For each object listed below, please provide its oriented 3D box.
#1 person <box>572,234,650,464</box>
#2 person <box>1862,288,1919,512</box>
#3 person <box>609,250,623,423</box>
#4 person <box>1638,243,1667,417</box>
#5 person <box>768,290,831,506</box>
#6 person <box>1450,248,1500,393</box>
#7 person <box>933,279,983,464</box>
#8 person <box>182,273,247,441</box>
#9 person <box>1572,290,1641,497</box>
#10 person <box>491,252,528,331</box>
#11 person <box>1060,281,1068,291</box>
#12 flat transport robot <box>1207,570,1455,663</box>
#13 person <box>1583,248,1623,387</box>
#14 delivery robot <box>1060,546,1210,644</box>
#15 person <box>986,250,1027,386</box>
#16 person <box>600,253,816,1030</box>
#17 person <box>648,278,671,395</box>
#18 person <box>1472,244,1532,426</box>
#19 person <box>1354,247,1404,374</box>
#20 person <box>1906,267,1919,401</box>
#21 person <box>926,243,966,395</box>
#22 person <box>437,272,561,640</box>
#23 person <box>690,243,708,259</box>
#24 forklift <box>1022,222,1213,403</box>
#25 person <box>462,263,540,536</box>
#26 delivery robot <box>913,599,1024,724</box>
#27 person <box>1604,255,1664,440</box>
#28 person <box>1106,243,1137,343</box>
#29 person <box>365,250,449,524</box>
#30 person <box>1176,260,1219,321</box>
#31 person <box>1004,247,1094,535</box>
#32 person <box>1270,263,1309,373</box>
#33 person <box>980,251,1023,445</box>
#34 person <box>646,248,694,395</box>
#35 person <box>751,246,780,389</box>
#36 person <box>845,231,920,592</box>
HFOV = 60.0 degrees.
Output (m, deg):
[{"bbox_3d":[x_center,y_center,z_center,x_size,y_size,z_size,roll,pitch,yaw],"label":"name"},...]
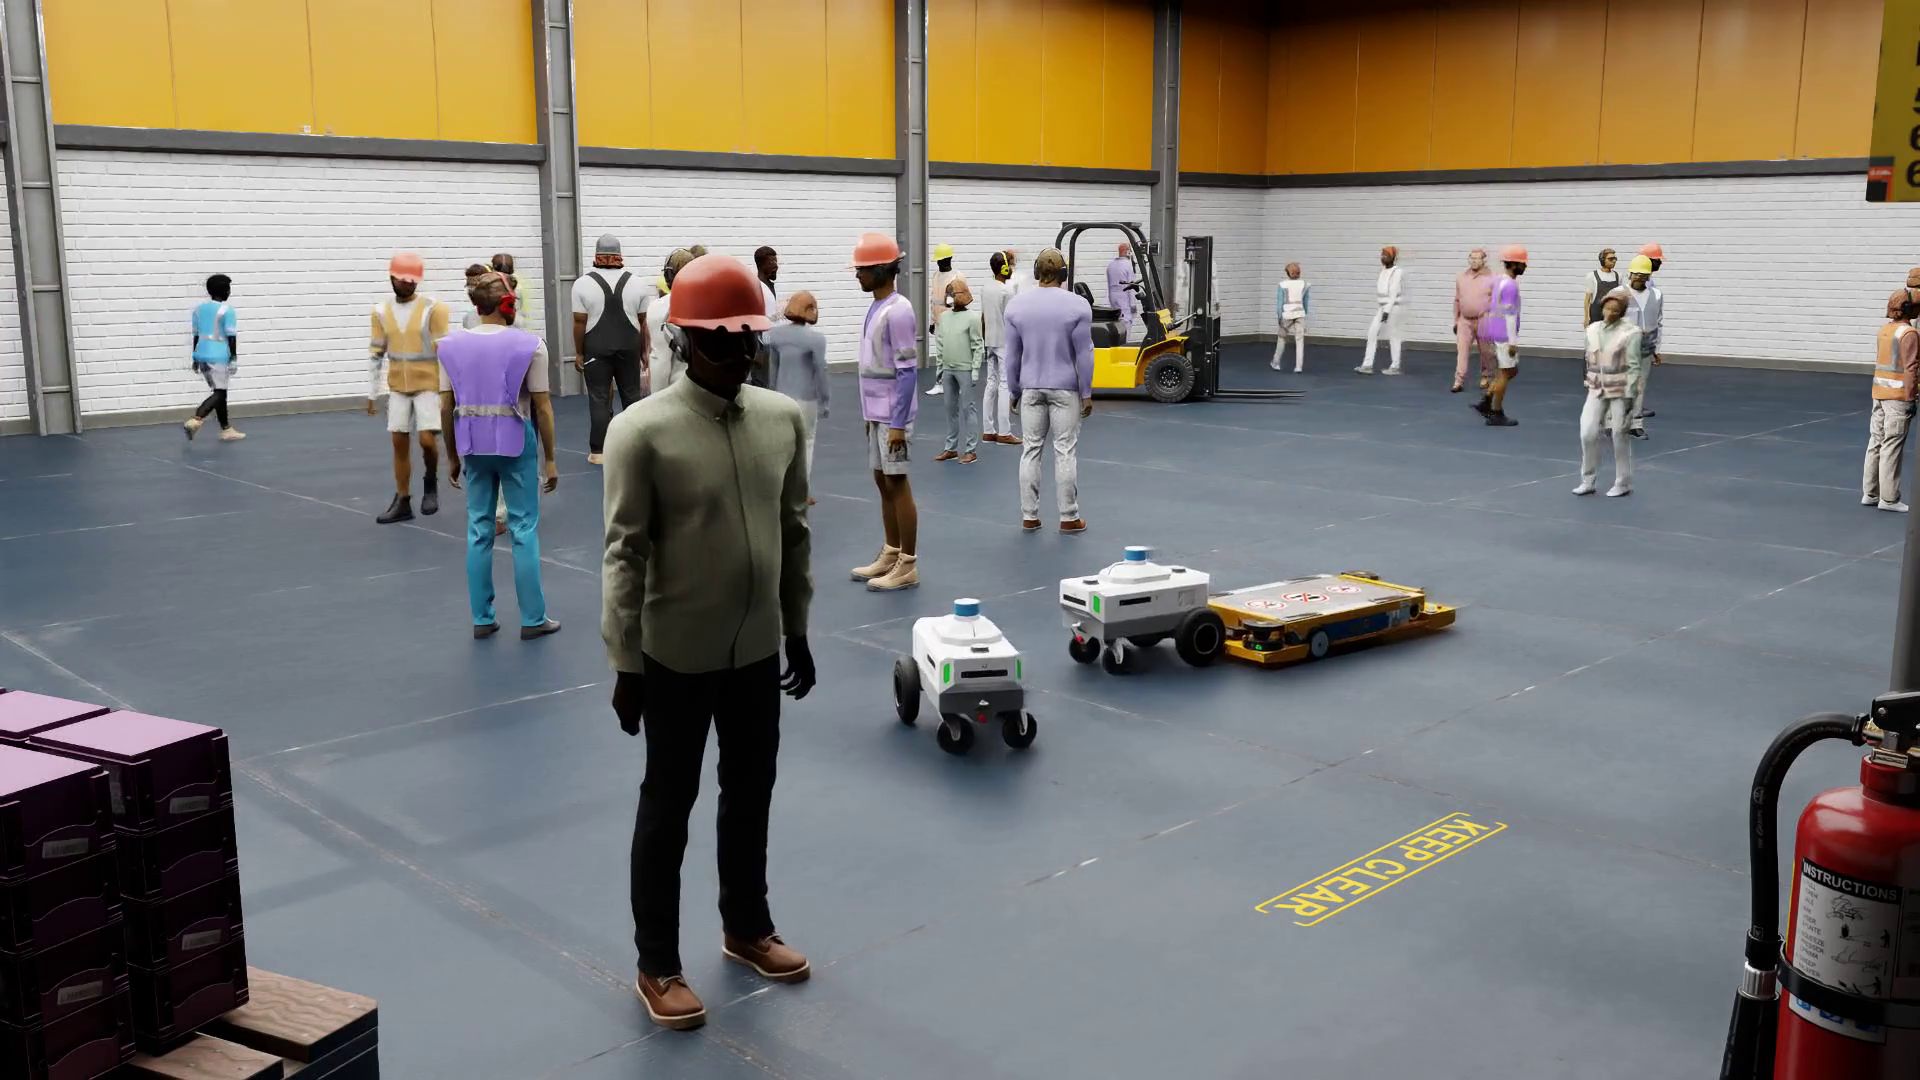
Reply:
[{"bbox_3d":[-3.116,-1.702,14.824,0.689,2.000,0.537,-4,11,-22],"label":"person"},{"bbox_3d":[6.887,-1.029,12.250,0.308,1.640,0.510,1,10,4],"label":"person"},{"bbox_3d":[-3.640,-2.149,17.573,0.543,1.928,0.372,-3,11,-15],"label":"person"},{"bbox_3d":[7.668,-2.356,18.672,0.377,1.938,0.547,2,11,12],"label":"person"},{"bbox_3d":[-1.207,-1.038,12.331,0.529,1.618,0.398,6,12,29],"label":"person"},{"bbox_3d":[6.730,-2.861,21.666,0.664,1.860,0.984,8,13,36],"label":"person"},{"bbox_3d":[-0.018,-1.499,14.830,0.507,1.632,0.272,10,14,42],"label":"person"},{"bbox_3d":[-7.280,-1.748,16.106,0.565,1.659,0.730,5,12,27],"label":"person"},{"bbox_3d":[5.001,-1.109,12.760,0.614,1.604,0.531,-7,13,-34],"label":"person"},{"bbox_3d":[-5.008,-2.274,18.505,0.487,1.830,0.652,-1,10,-8],"label":"person"},{"bbox_3d":[1.340,-3.024,22.816,0.595,1.755,0.542,-3,11,-16],"label":"person"},{"bbox_3d":[1.782,0.368,8.366,1.431,0.197,0.652,-8,13,-36],"label":"flat transport robot"},{"bbox_3d":[8.580,-2.958,22.206,0.513,1.845,0.333,-1,10,-8],"label":"person"},{"bbox_3d":[0.824,0.274,7.851,0.707,0.478,0.477,-6,12,-30],"label":"delivery robot"},{"bbox_3d":[0.663,-3.001,22.522,0.578,1.836,1.014,5,11,25],"label":"person"},{"bbox_3d":[-0.622,0.265,4.284,0.423,1.982,0.632,9,14,41],"label":"person"},{"bbox_3d":[-2.110,-1.116,12.424,0.412,1.744,0.560,-7,12,-32],"label":"person"},{"bbox_3d":[5.803,-2.160,17.641,0.425,1.921,0.564,1,10,7],"label":"person"},{"bbox_3d":[6.092,-3.311,24.129,0.816,1.852,0.582,-4,11,-19],"label":"person"},{"bbox_3d":[11.559,-2.479,20.172,0.279,1.633,0.501,9,14,40],"label":"person"},{"bbox_3d":[-0.179,-2.772,20.998,0.380,1.917,0.586,-10,14,-43],"label":"person"},{"bbox_3d":[-2.305,-0.409,8.313,0.572,1.840,0.373,1,10,6],"label":"person"},{"bbox_3d":[-3.186,-2.723,20.704,0.384,1.933,0.643,1,10,7],"label":"person"},{"bbox_3d":[1.935,-2.847,20.651,2.313,2.155,1.214,2,11,13],"label":"forklift"},{"bbox_3d":[-3.114,-0.961,11.344,0.514,1.846,0.724,4,11,22],"label":"person"},{"bbox_3d":[0.027,0.481,6.719,0.477,0.478,0.707,-2,11,-11],"label":"delivery robot"},{"bbox_3d":[6.684,-1.903,16.498,0.593,1.828,0.403,0,10,-3],"label":"person"},{"bbox_3d":[2.661,-3.882,27.101,0.398,1.901,0.655,-7,12,-33],"label":"person"},{"bbox_3d":[-3.874,-1.068,11.700,0.632,1.914,0.417,2,11,8],"label":"person"},{"bbox_3d":[3.897,-3.951,27.288,0.664,1.976,1.091,2,11,12],"label":"person"},{"bbox_3d":[0.608,-1.001,11.279,0.627,1.940,0.372,4,11,20],"label":"person"},{"bbox_3d":[4.892,-3.279,24.591,0.511,1.603,0.833,-1,10,-8],"label":"person"},{"bbox_3d":[0.402,-1.856,16.148,0.328,1.867,0.513,-8,13,-36],"label":"person"},{"bbox_3d":[-1.787,-0.930,10.891,0.355,1.937,0.634,8,13,37],"label":"person"},{"bbox_3d":[-1.895,-1.835,15.894,0.371,1.914,0.597,1,10,7],"label":"person"},{"bbox_3d":[-0.440,-0.724,9.492,0.393,2.040,0.611,-3,11,-17],"label":"person"}]
